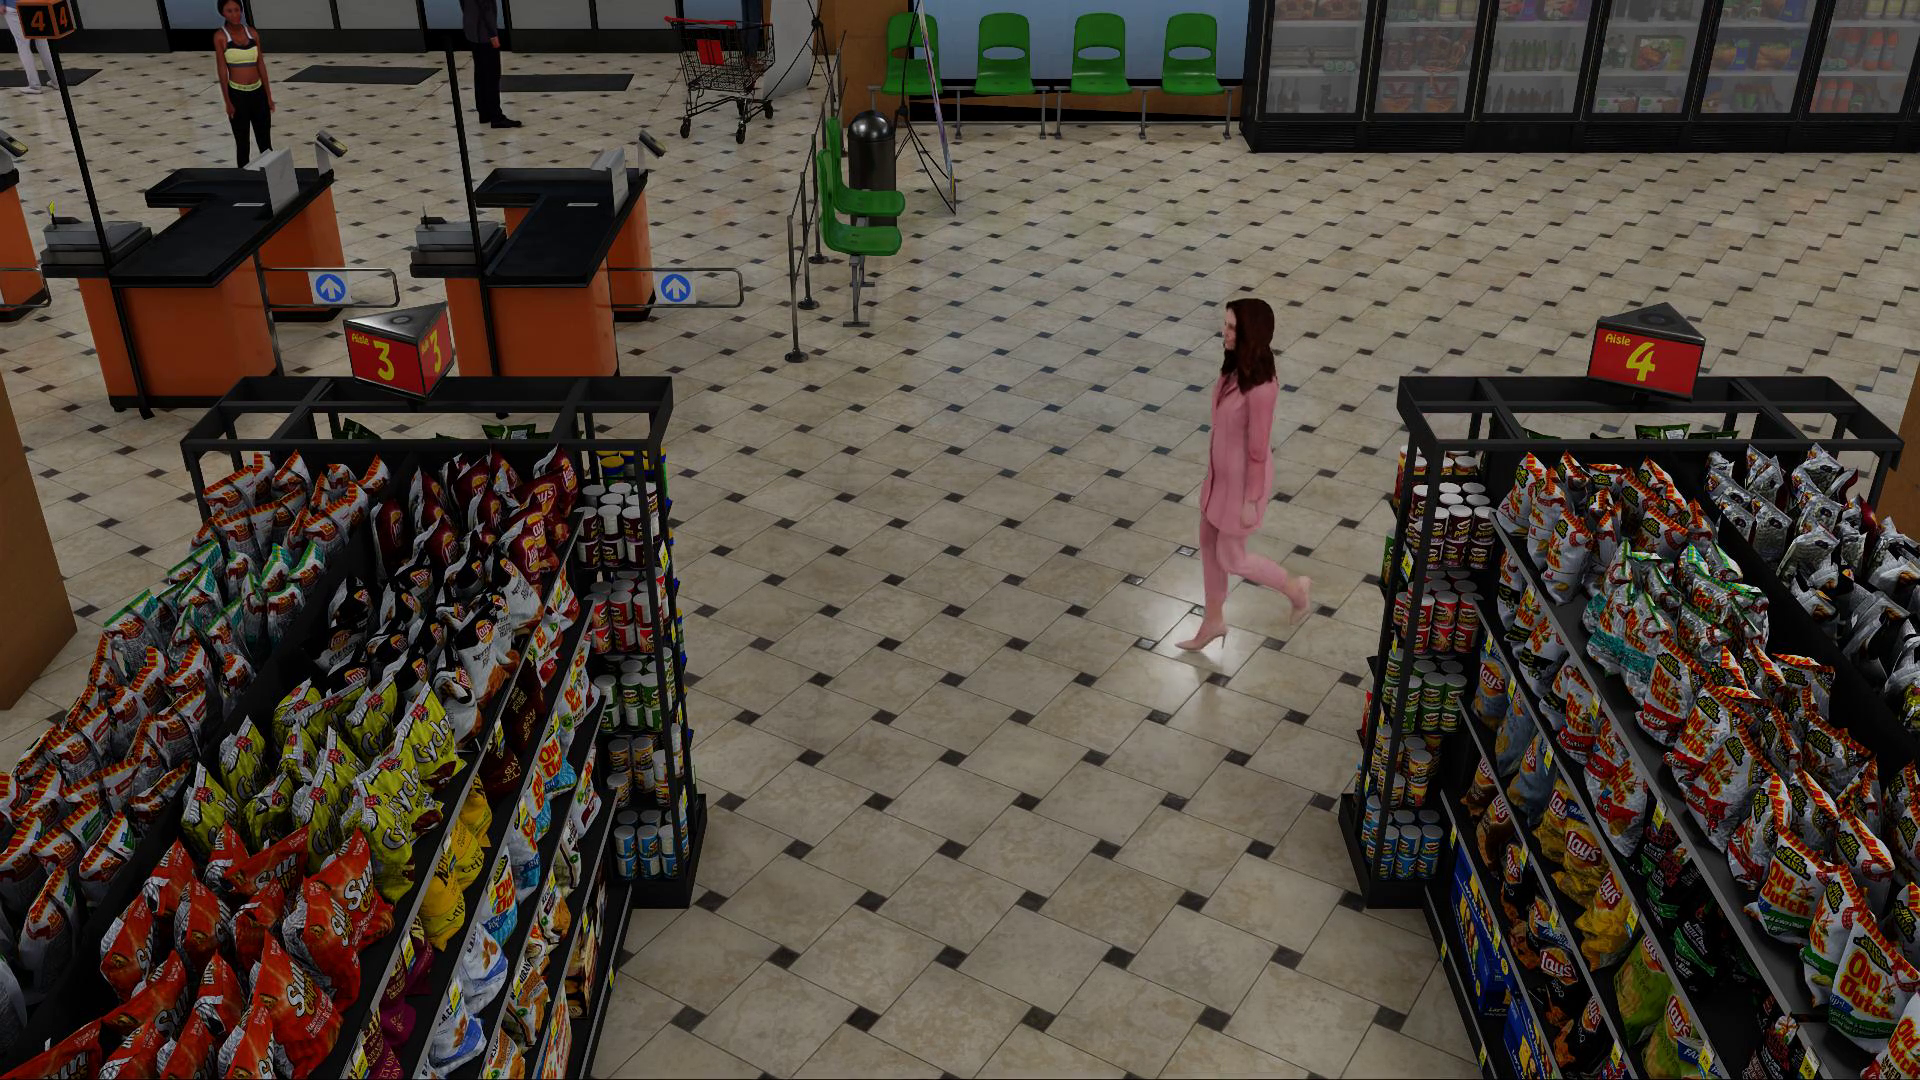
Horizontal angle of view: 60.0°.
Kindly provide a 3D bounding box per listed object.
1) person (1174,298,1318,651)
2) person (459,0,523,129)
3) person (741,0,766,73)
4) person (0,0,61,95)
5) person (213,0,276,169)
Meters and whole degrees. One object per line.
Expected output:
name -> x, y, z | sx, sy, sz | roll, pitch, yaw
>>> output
person -> 1.360, -0.260, 7.660 | 0.776, 1.787, 0.895 | -5, 29, -8
person -> -4.669, -4.991, 16.267 | 0.872, 1.842, 0.775 | -20, 34, -32
person -> -2.327, -6.102, 18.354 | 0.728, 1.792, 0.619 | -15, 32, -26
person -> -9.859, -5.657, 17.440 | 0.801, 1.888, 0.681 | 16, 32, 27
person -> -6.002, -3.701, 13.996 | 0.639, 1.754, 0.688 | -23, 36, -36
